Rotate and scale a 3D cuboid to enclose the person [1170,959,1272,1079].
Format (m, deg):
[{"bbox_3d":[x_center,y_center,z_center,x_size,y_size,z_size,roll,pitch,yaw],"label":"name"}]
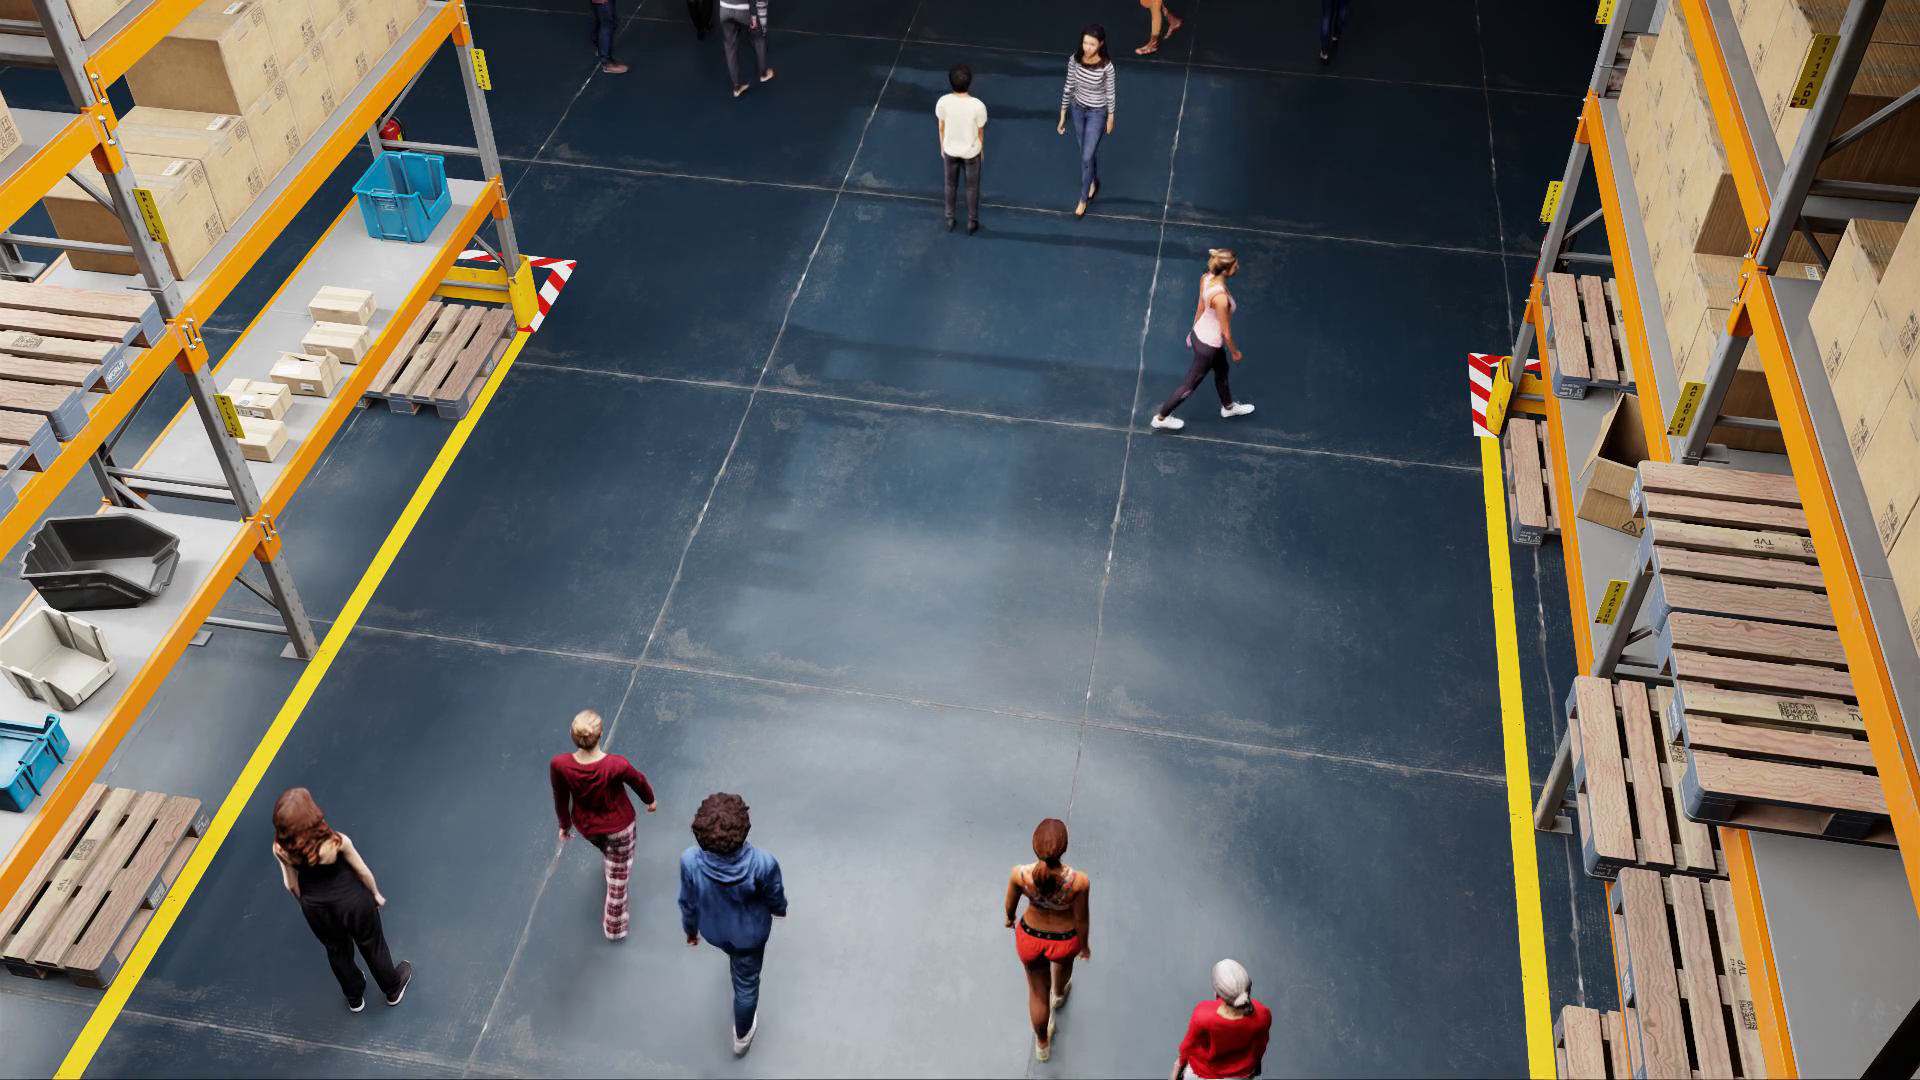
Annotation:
[{"bbox_3d":[1.260,2.639,8.038,0.718,1.682,0.818,-2,44,-2],"label":"person"}]

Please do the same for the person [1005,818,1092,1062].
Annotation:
[{"bbox_3d":[0.445,2.114,8.522,0.619,1.775,0.794,5,44,5],"label":"person"}]

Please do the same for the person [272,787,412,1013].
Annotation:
[{"bbox_3d":[-3.296,1.905,8.762,0.637,1.746,0.598,-5,44,-5],"label":"person"}]

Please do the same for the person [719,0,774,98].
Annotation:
[{"bbox_3d":[-2.199,-5.126,16.172,0.649,1.706,0.827,13,45,13],"label":"person"}]

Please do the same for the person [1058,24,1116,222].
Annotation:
[{"bbox_3d":[1.179,-3.751,14.683,0.758,1.769,0.892,25,49,24],"label":"person"}]

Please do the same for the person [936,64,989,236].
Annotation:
[{"bbox_3d":[0.023,-3.371,14.415,0.592,1.588,0.472,8,44,8],"label":"person"}]

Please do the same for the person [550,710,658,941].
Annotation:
[{"bbox_3d":[-1.972,1.597,9.138,0.732,1.673,1.020,2,44,2],"label":"person"}]

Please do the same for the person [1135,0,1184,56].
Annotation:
[{"bbox_3d":[2.101,-5.754,16.818,0.865,1.724,0.841,-14,45,-14],"label":"person"}]

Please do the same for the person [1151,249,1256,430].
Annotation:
[{"bbox_3d":[1.764,-1.440,12.377,0.794,1.603,1.053,-5,44,-5],"label":"person"}]

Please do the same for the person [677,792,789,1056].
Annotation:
[{"bbox_3d":[-1.184,2.038,8.600,0.739,1.777,1.083,4,44,4],"label":"person"}]

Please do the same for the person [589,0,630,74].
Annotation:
[{"bbox_3d":[-3.650,-5.596,16.582,1.070,1.821,0.941,-29,51,-27],"label":"person"}]
